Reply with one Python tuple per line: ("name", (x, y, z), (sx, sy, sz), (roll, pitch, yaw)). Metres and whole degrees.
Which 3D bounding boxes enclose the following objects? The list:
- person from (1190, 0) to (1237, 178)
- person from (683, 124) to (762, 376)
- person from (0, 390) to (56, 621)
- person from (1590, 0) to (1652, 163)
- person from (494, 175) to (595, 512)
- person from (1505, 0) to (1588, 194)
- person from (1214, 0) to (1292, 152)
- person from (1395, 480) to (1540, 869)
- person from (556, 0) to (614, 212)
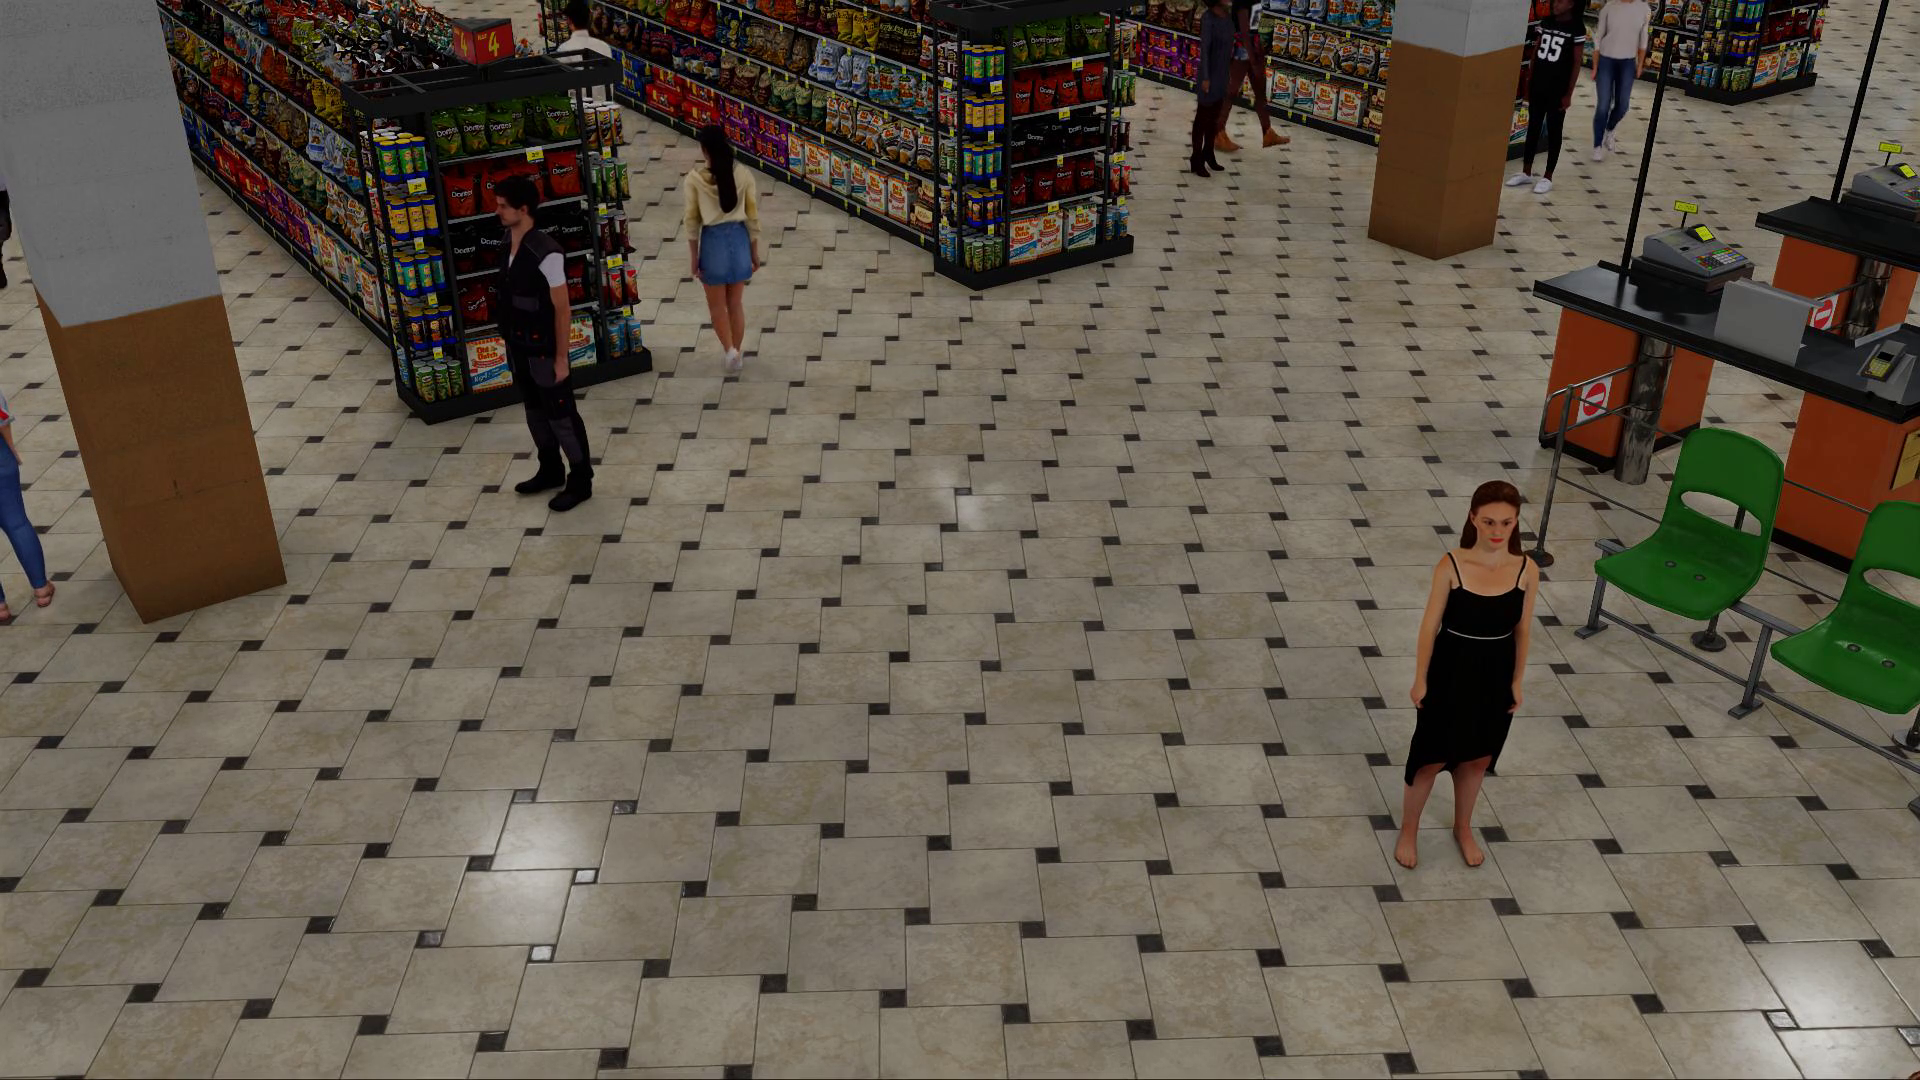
("person", (2.224, -4.089, 14.642), (0.606, 1.710, 0.635), (21, 35, 33))
("person", (-1.470, -1.784, 10.518), (0.793, 1.615, 0.975), (-9, 30, -17))
("person", (-4.729, -0.380, 7.952), (0.609, 1.611, 0.522), (-22, 35, -34))
("person", (5.904, -4.299, 15.032), (0.805, 1.705, 0.865), (6, 29, 12))
("person", (-2.254, -1.057, 8.945), (0.588, 1.848, 0.769), (24, 37, 37))
("person", (5.048, -3.861, 14.197), (0.669, 1.737, 0.501), (-20, 34, -32))
("person", (2.520, -4.415, 15.251), (1.040, 1.699, 0.865), (14, 32, 25))
("person", (1.926, 0.515, 6.298), (0.686, 1.625, 0.730), (0, 29, 1))
("person", (-2.891, -3.300, 13.110), (0.708, 1.792, 0.718), (25, 38, 38))
